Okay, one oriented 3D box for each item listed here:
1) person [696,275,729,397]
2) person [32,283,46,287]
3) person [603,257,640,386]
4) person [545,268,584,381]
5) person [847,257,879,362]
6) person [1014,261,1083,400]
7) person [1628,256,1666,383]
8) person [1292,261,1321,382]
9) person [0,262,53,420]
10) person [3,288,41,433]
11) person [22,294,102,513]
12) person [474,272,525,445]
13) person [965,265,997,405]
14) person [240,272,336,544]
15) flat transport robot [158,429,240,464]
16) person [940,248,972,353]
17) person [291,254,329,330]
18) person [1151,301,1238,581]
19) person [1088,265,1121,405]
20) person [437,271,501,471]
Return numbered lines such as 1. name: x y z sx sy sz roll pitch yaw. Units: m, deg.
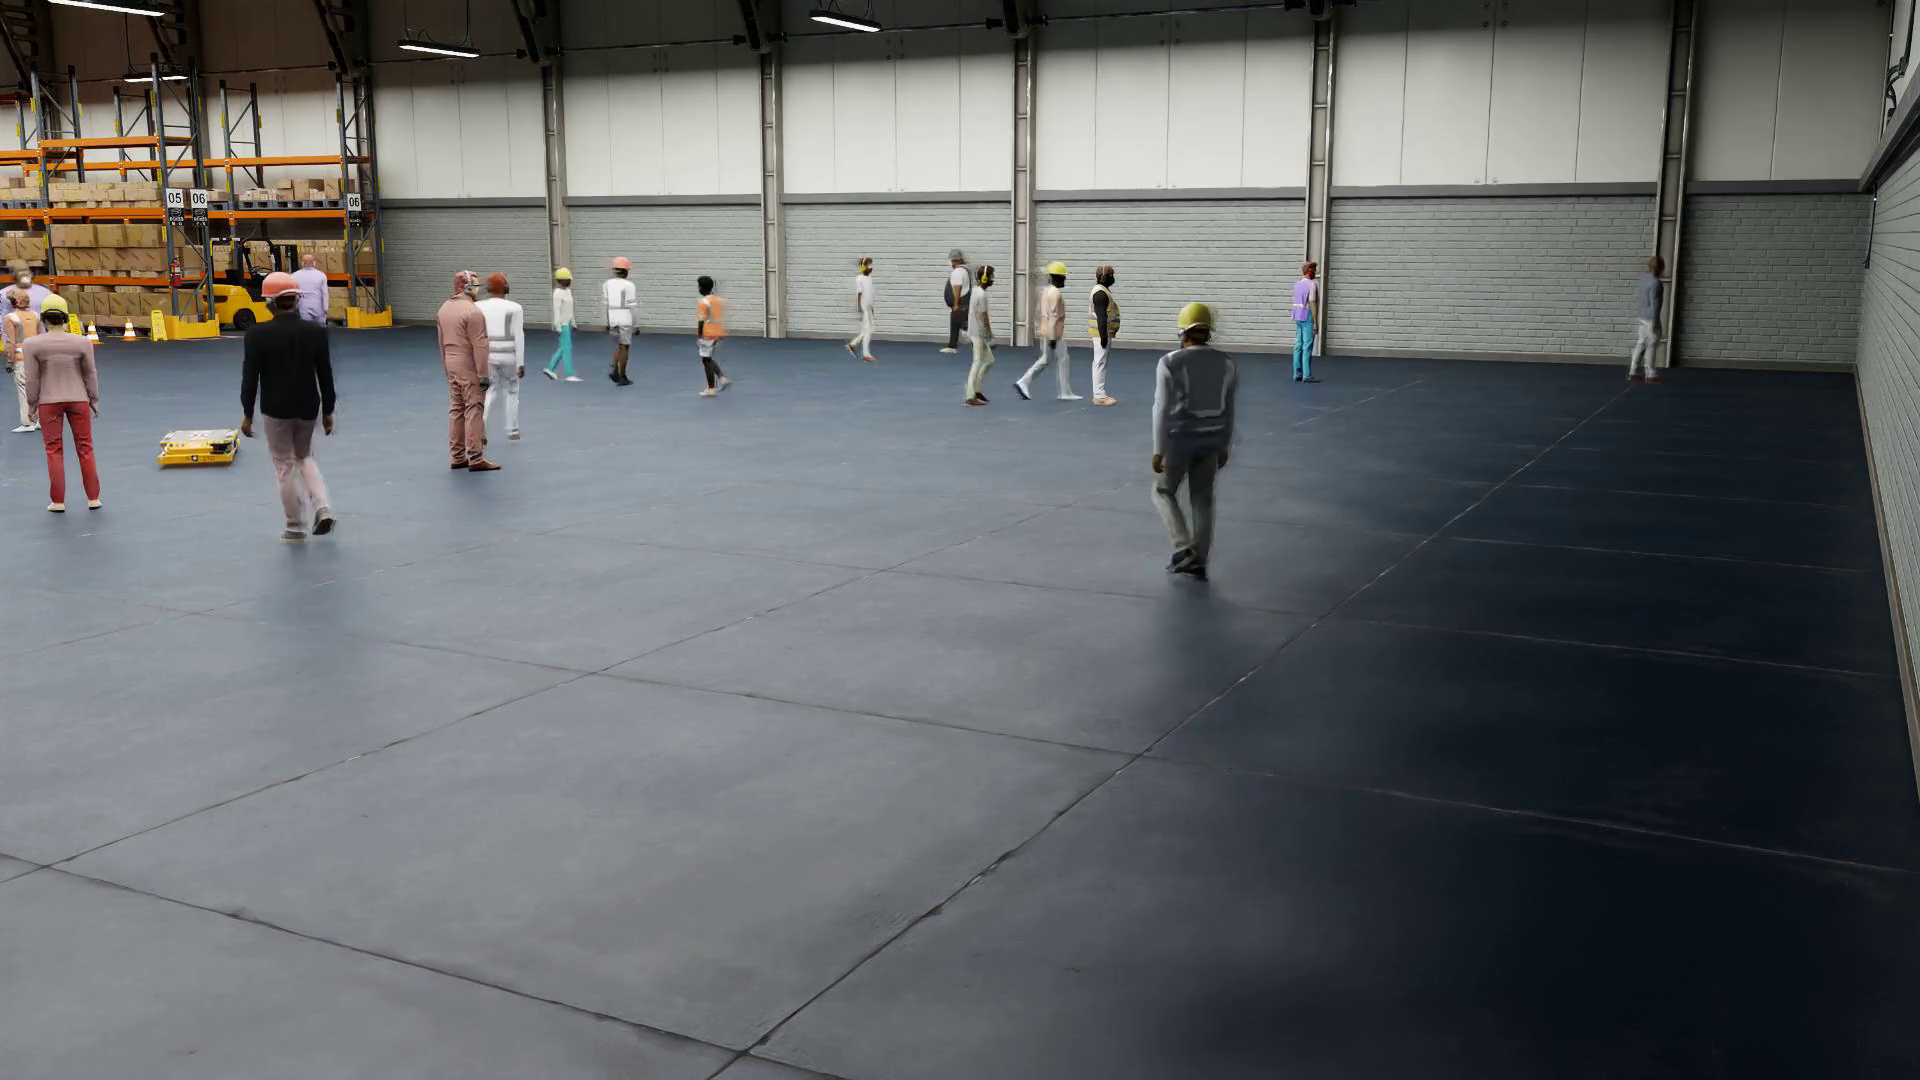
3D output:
1. person: -3.496 -2.822 23.055 0.363 1.686 0.539 4 11 19
2. person: -24.747 -6.873 44.559 0.405 1.919 0.585 4 11 22
3. person: -5.038 -3.264 24.868 0.560 1.919 0.403 6 12 28
4. person: -6.176 -3.318 25.710 0.740 1.741 0.554 1 10 6
5. person: -1.727 -4.094 29.574 0.565 1.860 0.510 4 11 21
6. person: 1.209 -2.840 22.643 0.875 1.898 0.595 -2 11 -10
7. person: 10.525 -3.349 25.321 0.415 1.945 0.631 1 10 4
8. person: 5.313 -3.329 25.468 0.426 1.846 0.571 -4 11 -19
9. person: -11.429 -2.447 20.409 0.642 1.925 0.561 -9 14 -40
10. person: -10.675 -2.046 18.993 0.307 1.641 0.513 2 11 11
11. person: -7.298 -1.106 13.528 0.534 1.767 0.319 -8 13 -36
12. person: -4.951 -1.926 17.768 0.584 1.858 0.838 1 10 5
13. person: 0.277 -2.685 21.922 0.487 1.844 0.531 -1 10 -4
14. person: -4.890 -0.946 12.076 0.429 1.978 0.616 9 13 39
15. flat transport robot: -7.675 -0.958 16.798 0.652 0.197 1.431 -4 11 -20
16. person: 0.098 -4.559 31.605 0.881 2.000 0.685 1 10 4
17. person: -11.853 -4.256 30.378 0.649 1.889 0.445 -3 11 -15
18. person: 1.502 -0.632 10.799 0.615 1.813 0.437 -4 11 -21
19. person: 1.918 -2.721 22.127 0.429 1.844 0.624 1 10 3
20. person: -4.691 -1.612 15.909 0.651 1.904 0.402 9 14 41
